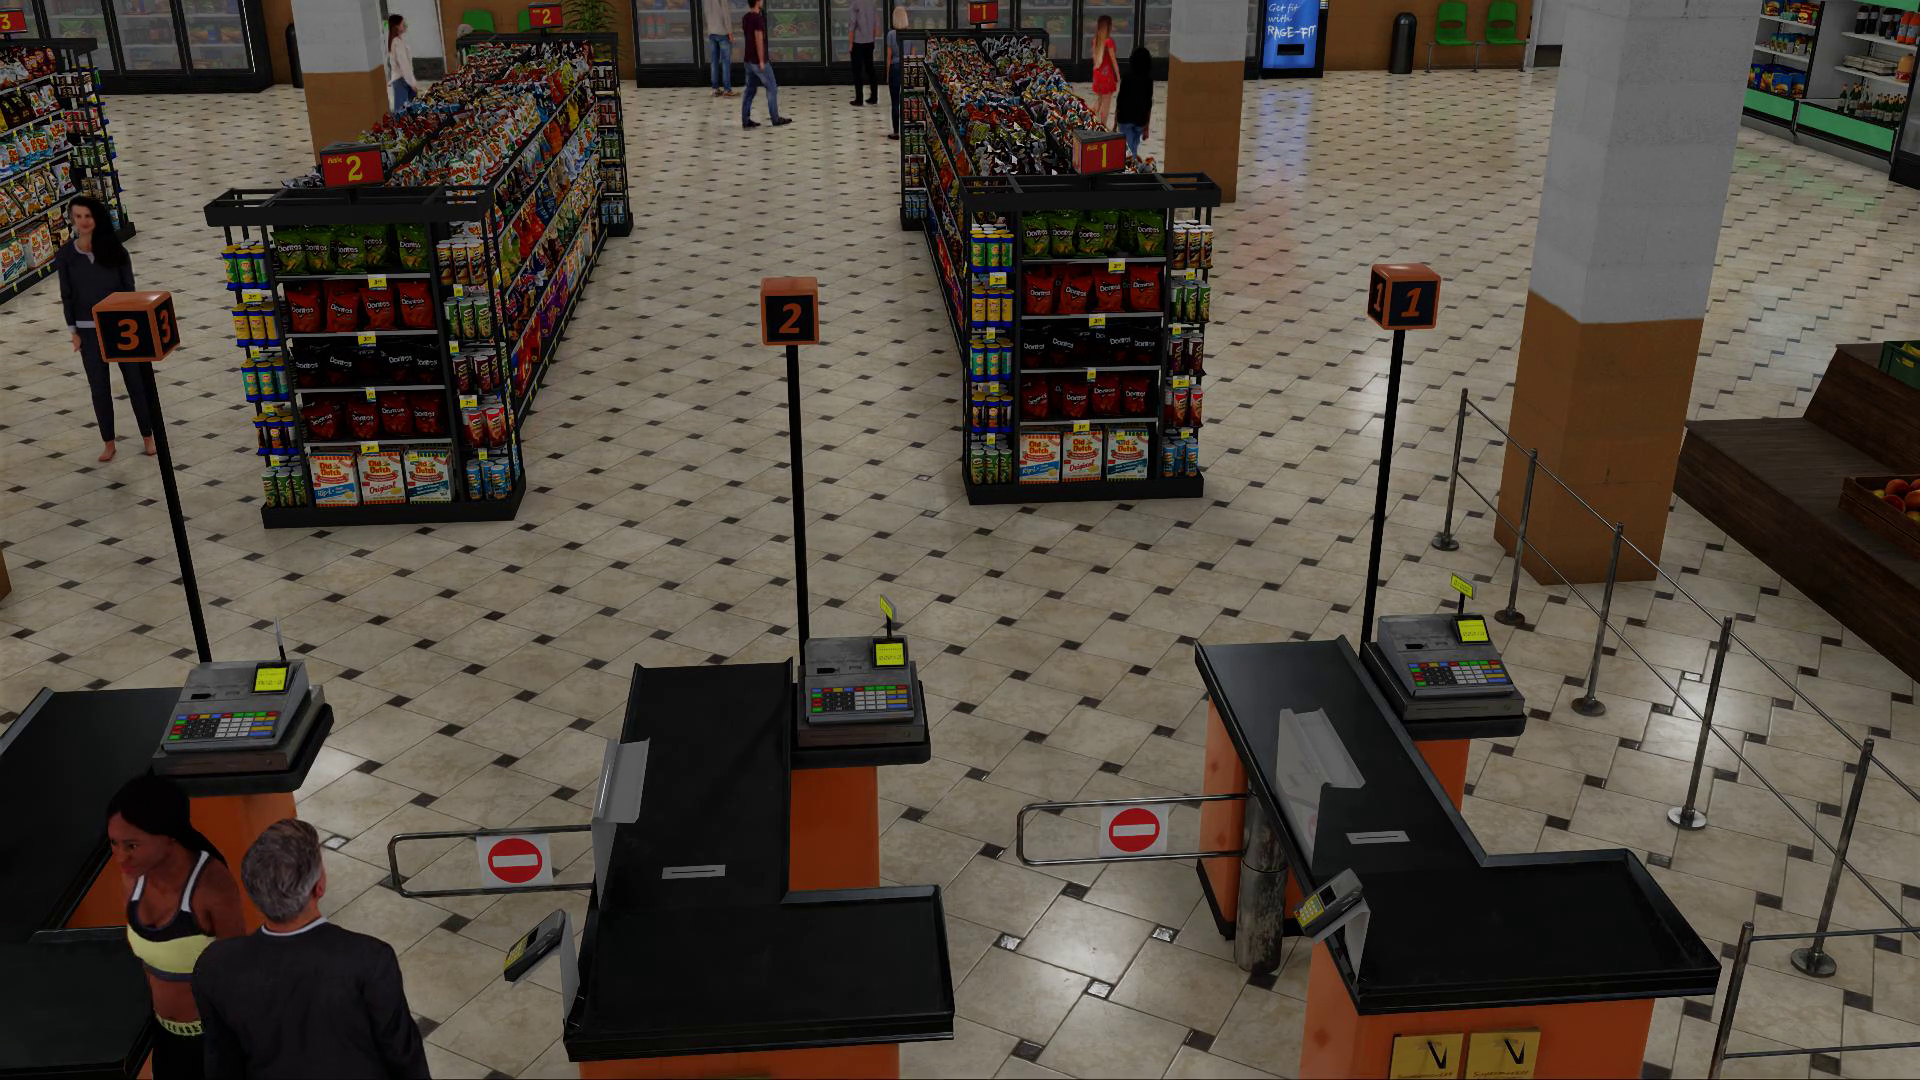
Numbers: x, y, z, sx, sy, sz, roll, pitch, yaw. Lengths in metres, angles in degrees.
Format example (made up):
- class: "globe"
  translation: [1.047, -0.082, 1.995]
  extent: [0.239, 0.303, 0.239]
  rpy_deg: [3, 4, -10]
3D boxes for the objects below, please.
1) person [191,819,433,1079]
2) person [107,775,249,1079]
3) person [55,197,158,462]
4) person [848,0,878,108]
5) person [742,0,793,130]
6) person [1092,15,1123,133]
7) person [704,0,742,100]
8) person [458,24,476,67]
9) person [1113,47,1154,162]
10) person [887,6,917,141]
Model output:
- class: "person"
  translation: [-1.633, 1.532, 4.349]
  extent: [0.720, 1.842, 0.614]
  rpy_deg: [-1, 24, -1]
- class: "person"
  translation: [-2.077, 1.392, 4.808]
  extent: [0.828, 1.729, 1.104]
  rpy_deg: [8, 25, 17]
- class: "person"
  translation: [-5.754, -1.428, 11.203]
  extent: [0.680, 1.768, 0.653]
  rpy_deg: [-11, 26, -24]
- class: "person"
  translation: [-1.447, -7.426, 24.824]
  extent: [0.725, 1.838, 0.756]
  rpy_deg: [-21, 31, -39]
- class: "person"
  translation: [-2.887, -6.602, 22.953]
  extent: [1.010, 1.828, 1.003]
  rpy_deg: [-16, 28, -32]
- class: "person"
  translation: [1.904, -6.264, 22.480]
  extent: [0.772, 1.589, 0.677]
  rpy_deg: [-15, 28, -30]
- class: "person"
  translation: [-3.695, -7.782, 25.554]
  extent: [0.746, 1.905, 0.797]
  rpy_deg: [17, 29, 34]
- class: "person"
  translation: [-6.272, -5.715, 21.198]
  extent: [0.724, 1.611, 1.053]
  rpy_deg: [-5, 24, -12]
- class: "person"
  translation: [1.951, -4.597, 18.584]
  extent: [0.644, 1.657, 1.178]
  rpy_deg: [-6, 24, -13]
- class: "person"
  translation: [-0.781, -6.260, 22.304]
  extent: [0.623, 1.721, 0.620]
  rpy_deg: [-11, 26, -24]
